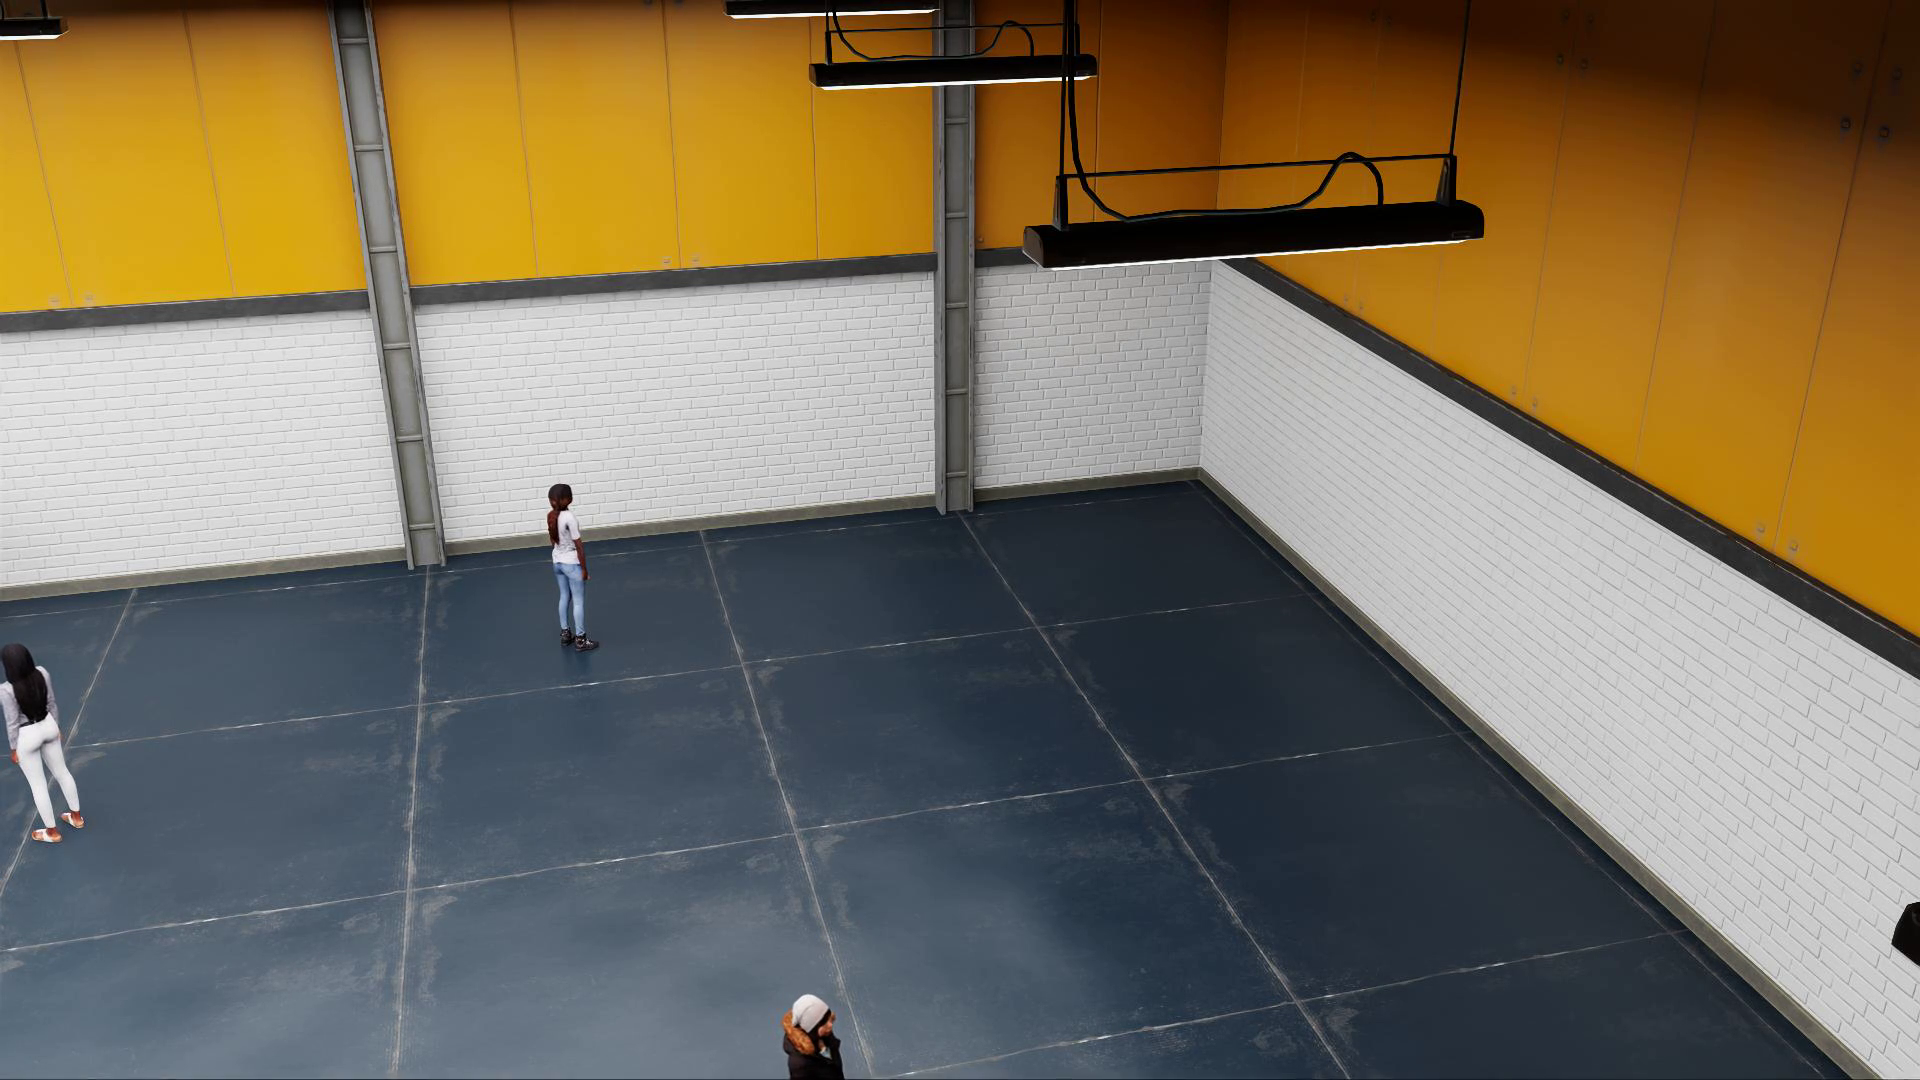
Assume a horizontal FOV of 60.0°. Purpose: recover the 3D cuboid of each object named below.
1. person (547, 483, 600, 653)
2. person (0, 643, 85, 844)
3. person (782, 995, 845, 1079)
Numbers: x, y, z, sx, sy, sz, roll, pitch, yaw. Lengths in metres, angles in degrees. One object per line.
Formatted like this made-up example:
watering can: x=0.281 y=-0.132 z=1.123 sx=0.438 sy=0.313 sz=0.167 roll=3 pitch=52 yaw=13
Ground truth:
person: x=-3.798 y=0.250 z=16.144 sx=0.668 sy=1.720 sz=0.701 roll=18 pitch=29 yaw=35
person: x=-7.280 y=1.572 z=13.115 sx=0.715 sy=1.724 sz=0.674 roll=10 pitch=26 yaw=23
person: x=-0.818 y=3.249 z=9.393 sx=0.761 sy=1.632 sz=0.736 roll=6 pitch=24 yaw=14
